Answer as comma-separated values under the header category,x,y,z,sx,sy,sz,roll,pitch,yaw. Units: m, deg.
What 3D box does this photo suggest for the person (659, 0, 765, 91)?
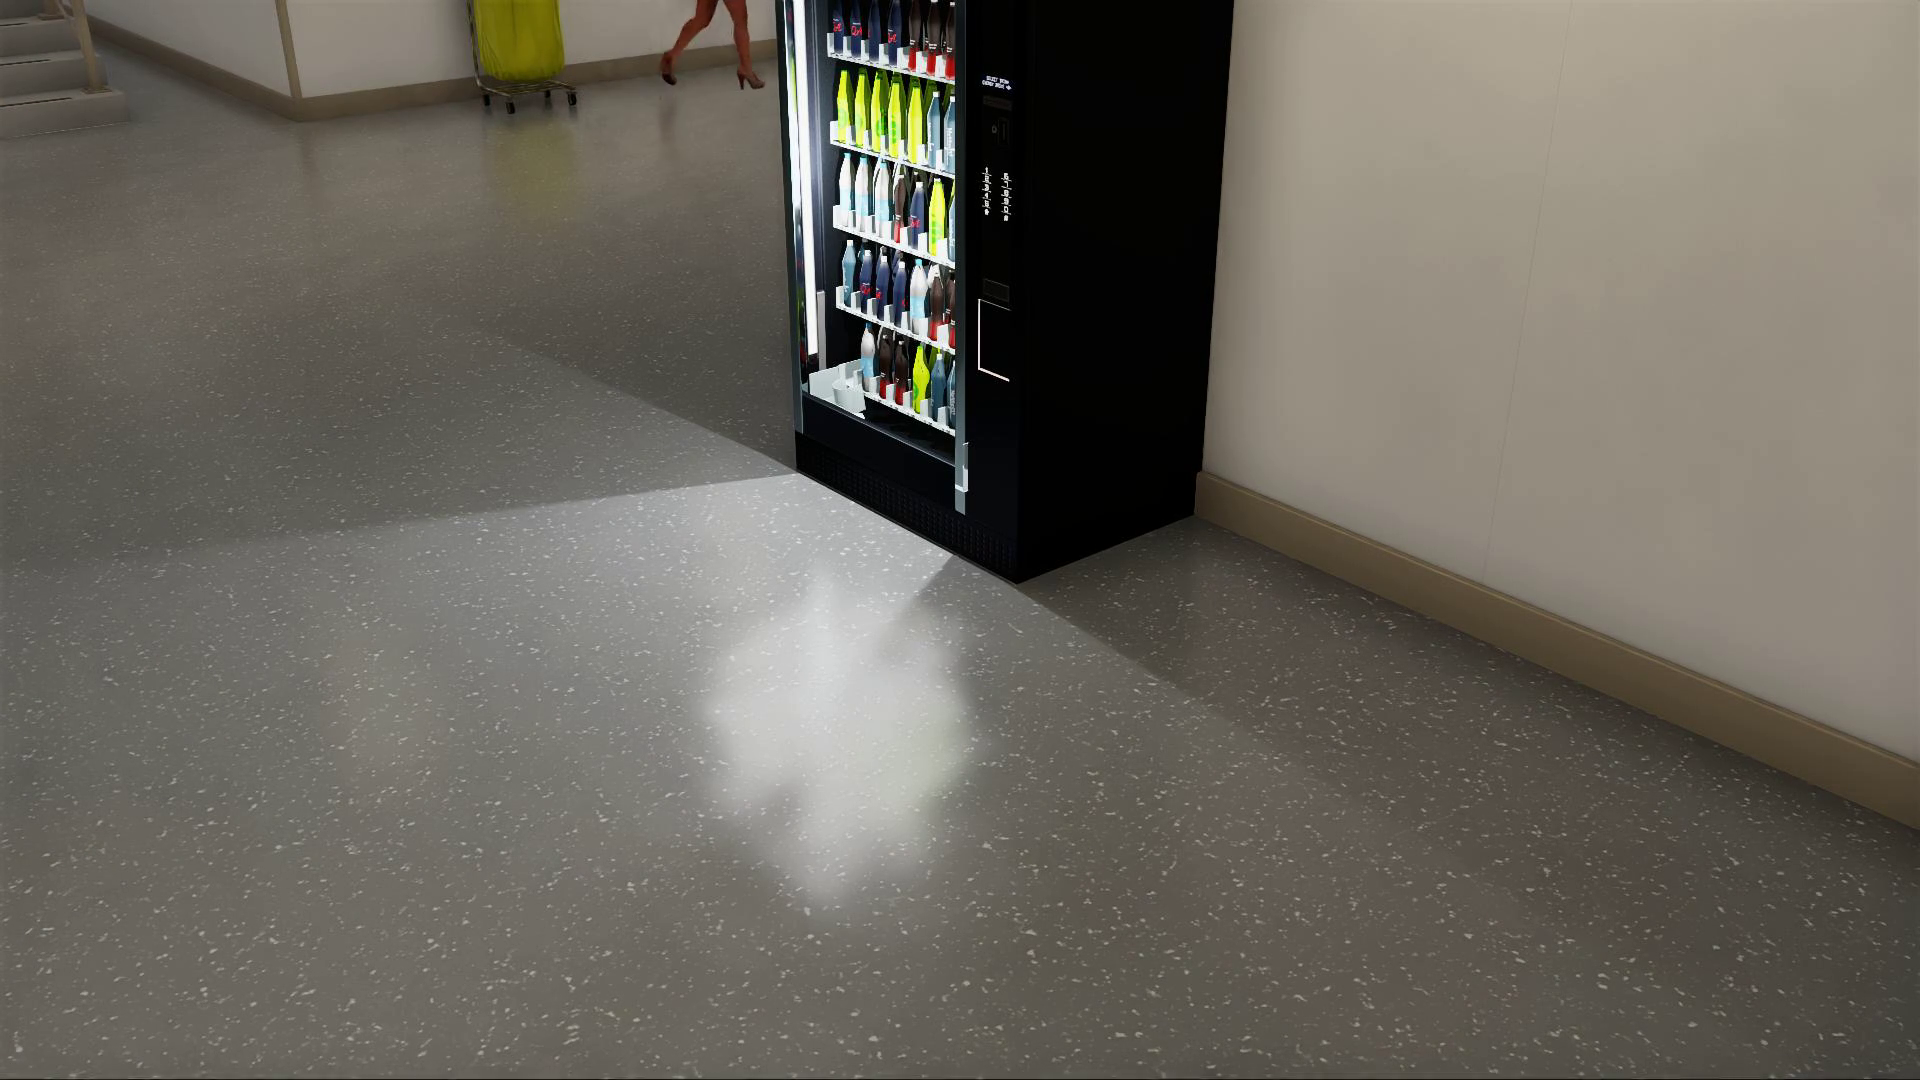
category,x,y,z,sx,sy,sz,roll,pitch,yaw
person,-1.836,-4.041,12.090,0.672,1.606,0.979,-18,31,-32
